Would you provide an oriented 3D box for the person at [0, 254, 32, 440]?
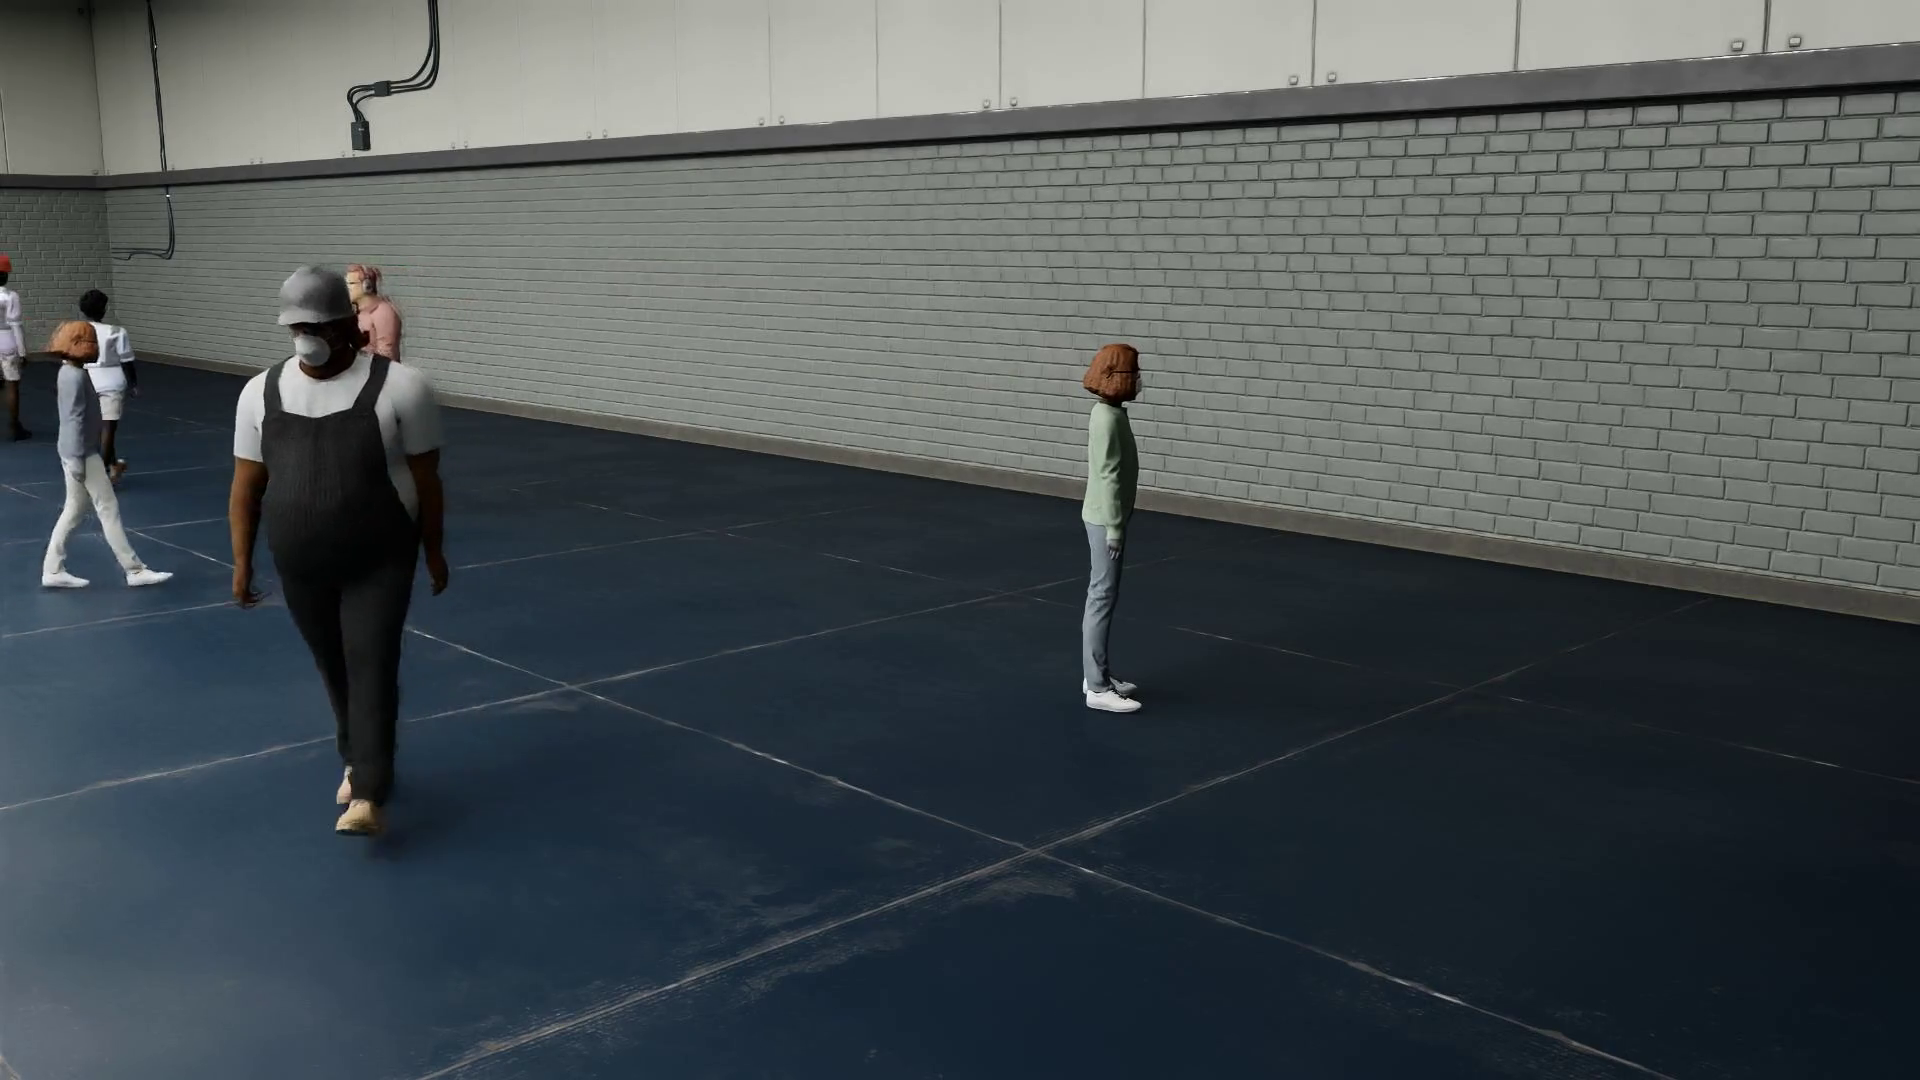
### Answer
[{"bbox_3d":[-9.913,-1.984,17.165,0.566,1.921,0.505,1,10,8],"label":"person"}]

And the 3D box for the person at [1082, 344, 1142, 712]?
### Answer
[{"bbox_3d":[0.687,-0.064,7.486,0.283,1.633,0.497,1,10,4],"label":"person"}]

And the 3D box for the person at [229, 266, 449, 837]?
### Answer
[{"bbox_3d":[-2.242,0.050,5.874,0.709,2.000,0.952,0,10,1],"label":"person"}]

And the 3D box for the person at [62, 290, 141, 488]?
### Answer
[{"bbox_3d":[-7.251,-1.284,14.090,0.540,1.640,0.907,-1,10,-5],"label":"person"}]

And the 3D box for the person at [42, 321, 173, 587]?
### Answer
[{"bbox_3d":[-5.212,-0.503,9.981,0.716,1.604,0.521,-6,12,-30],"label":"person"}]

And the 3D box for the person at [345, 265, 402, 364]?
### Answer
[{"bbox_3d":[-4.357,-1.118,12.516,0.582,1.895,0.655,-10,14,-43],"label":"person"}]
